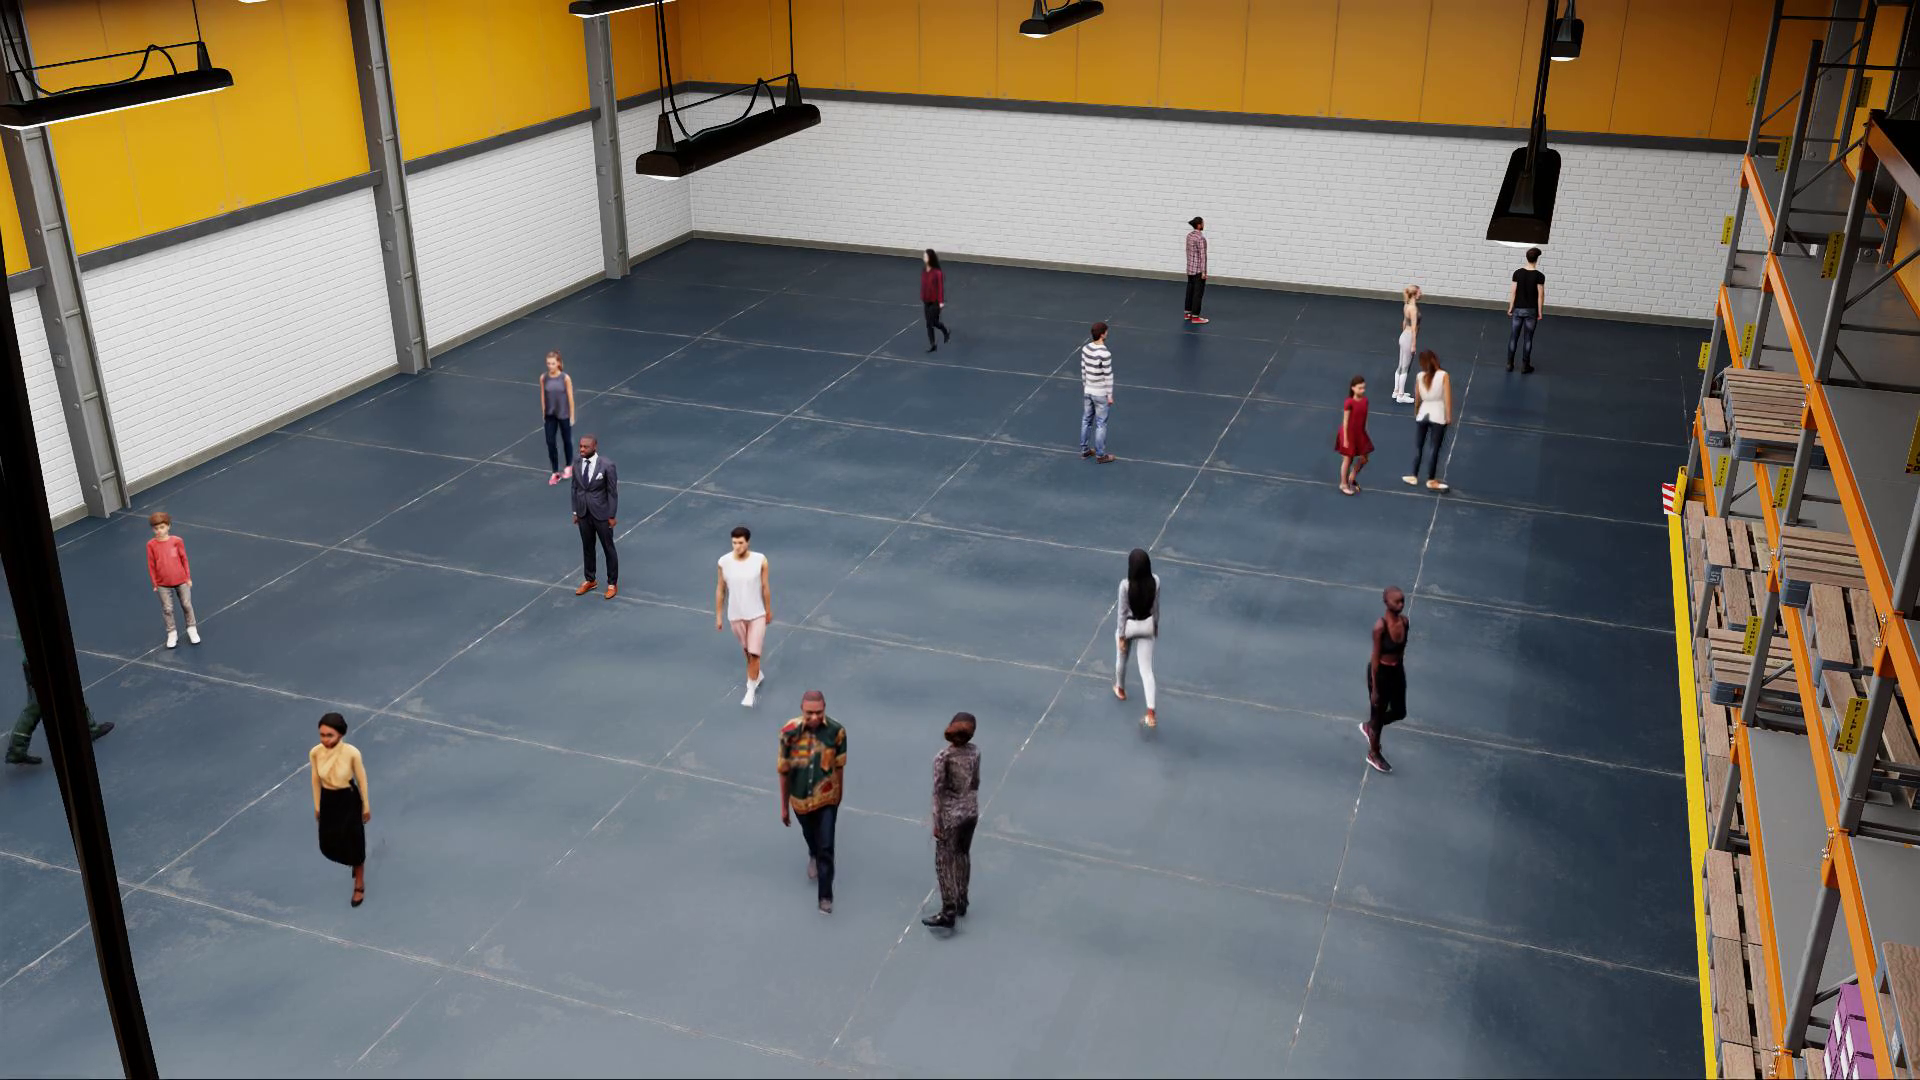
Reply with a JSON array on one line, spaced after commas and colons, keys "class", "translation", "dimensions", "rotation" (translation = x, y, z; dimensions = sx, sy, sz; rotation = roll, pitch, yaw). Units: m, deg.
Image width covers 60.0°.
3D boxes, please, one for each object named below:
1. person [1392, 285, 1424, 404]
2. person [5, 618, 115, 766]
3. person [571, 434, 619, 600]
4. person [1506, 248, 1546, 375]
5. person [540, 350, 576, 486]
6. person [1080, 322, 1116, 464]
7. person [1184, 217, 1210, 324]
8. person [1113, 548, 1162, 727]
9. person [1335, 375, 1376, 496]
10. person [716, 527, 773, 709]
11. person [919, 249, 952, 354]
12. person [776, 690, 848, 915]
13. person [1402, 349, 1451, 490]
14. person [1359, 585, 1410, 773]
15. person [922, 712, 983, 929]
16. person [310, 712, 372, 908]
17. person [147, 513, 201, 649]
[{"class": "person", "translation": [6.436, -2.835, 23.893], "dimensions": [0.700, 1.702, 0.574], "rotation": [-1, 24, -1]}, {"class": "person", "translation": [-8.139, 1.169, 14.641], "dimensions": [0.879, 1.777, 1.267], "rotation": [17, 29, 34]}, {"class": "person", "translation": [-3.931, -0.285, 17.909], "dimensions": [0.691, 1.824, 0.605], "rotation": [7, 25, 15]}, {"class": "person", "translation": [8.535, -3.469, 25.101], "dimensions": [0.713, 1.896, 0.655], "rotation": [15, 28, 30]}, {"class": "person", "translation": [-5.046, -1.591, 21.041], "dimensions": [0.730, 1.707, 0.877], "rotation": [1, 24, 2]}, {"class": "person", "translation": [1.777, -1.931, 21.636], "dimensions": [0.703, 1.854, 0.723], "rotation": [-20, 30, -38]}, {"class": "person", "translation": [3.932, -4.506, 27.644], "dimensions": [0.844, 1.761, 0.782], "rotation": [-10, 26, -23]}, {"class": "person", "translation": [1.670, 0.916, 15.337], "dimensions": [1.043, 1.682, 1.270], "rotation": [-5, 24, -11]}, {"class": "person", "translation": [4.840, -1.326, 20.649], "dimensions": [0.711, 1.536, 0.770], "rotation": [-12, 27, -26]}, {"class": "person", "translation": [-2.005, 0.662, 15.841], "dimensions": [0.790, 1.745, 1.097], "rotation": [3, 24, 7]}, {"class": "person", "translation": [-0.374, -3.765, 26.101], "dimensions": [0.872, 1.639, 0.766], "rotation": [-21, 31, -40]}, {"class": "person", "translation": [-1.145, 1.937, 12.914], "dimensions": [0.974, 1.752, 1.277], "rotation": [-1, 24, -1]}, {"class": "person", "translation": [5.915, -1.485, 20.738], "dimensions": [0.641, 1.757, 0.788], "rotation": [-19, 30, -37]}, {"class": "person", "translation": [3.684, 1.184, 14.645], "dimensions": [0.804, 1.746, 0.859], "rotation": [-12, 27, -26]}, {"class": "person", "translation": [-0.030, 2.127, 12.565], "dimensions": [0.931, 1.685, 0.801], "rotation": [20, 30, 37]}, {"class": "person", "translation": [-4.727, 2.039, 12.813], "dimensions": [0.701, 1.647, 0.777], "rotation": [1, 24, 1]}, {"class": "person", "translation": [-8.005, 0.388, 16.878], "dimensions": [0.597, 1.416, 0.658], "rotation": [-11, 26, -23]}]
